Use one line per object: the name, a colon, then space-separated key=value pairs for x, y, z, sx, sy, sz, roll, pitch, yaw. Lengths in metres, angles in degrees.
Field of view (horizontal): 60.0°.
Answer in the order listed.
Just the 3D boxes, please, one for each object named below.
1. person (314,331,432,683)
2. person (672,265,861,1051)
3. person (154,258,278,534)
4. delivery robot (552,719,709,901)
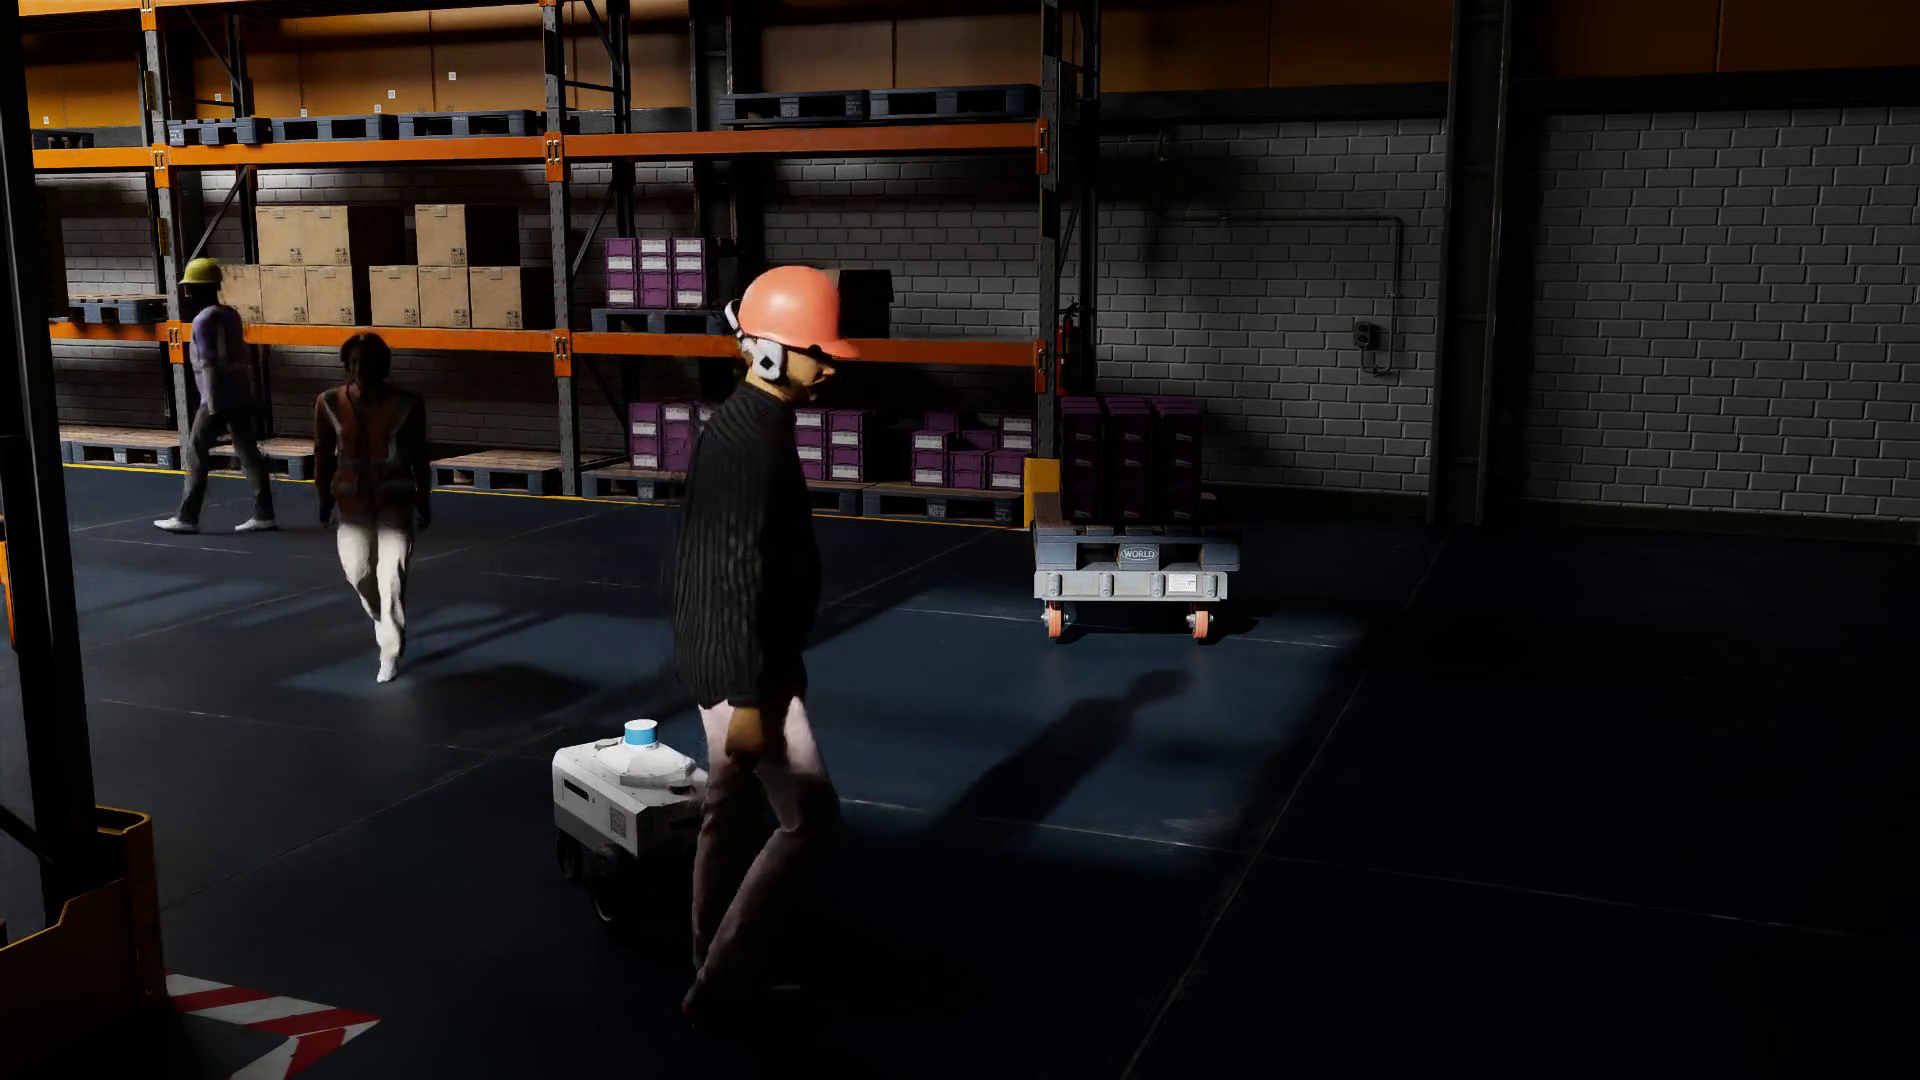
person: x=-2.760 y=-0.183 z=7.877 sx=0.525 sy=1.617 sz=0.705 roll=-1 pitch=10 yaw=-7
person: x=-0.480 y=0.316 z=4.100 sx=0.480 sy=1.962 sz=0.661 roll=-2 pitch=10 yaw=-12
person: x=-5.202 y=-0.983 z=11.514 sx=0.892 sy=1.894 sz=0.588 roll=1 pitch=10 yaw=4
delivery robot: x=-0.973 y=0.795 z=5.109 sx=0.477 sy=0.478 sz=0.707 roll=-7 pitch=13 yaw=-36
